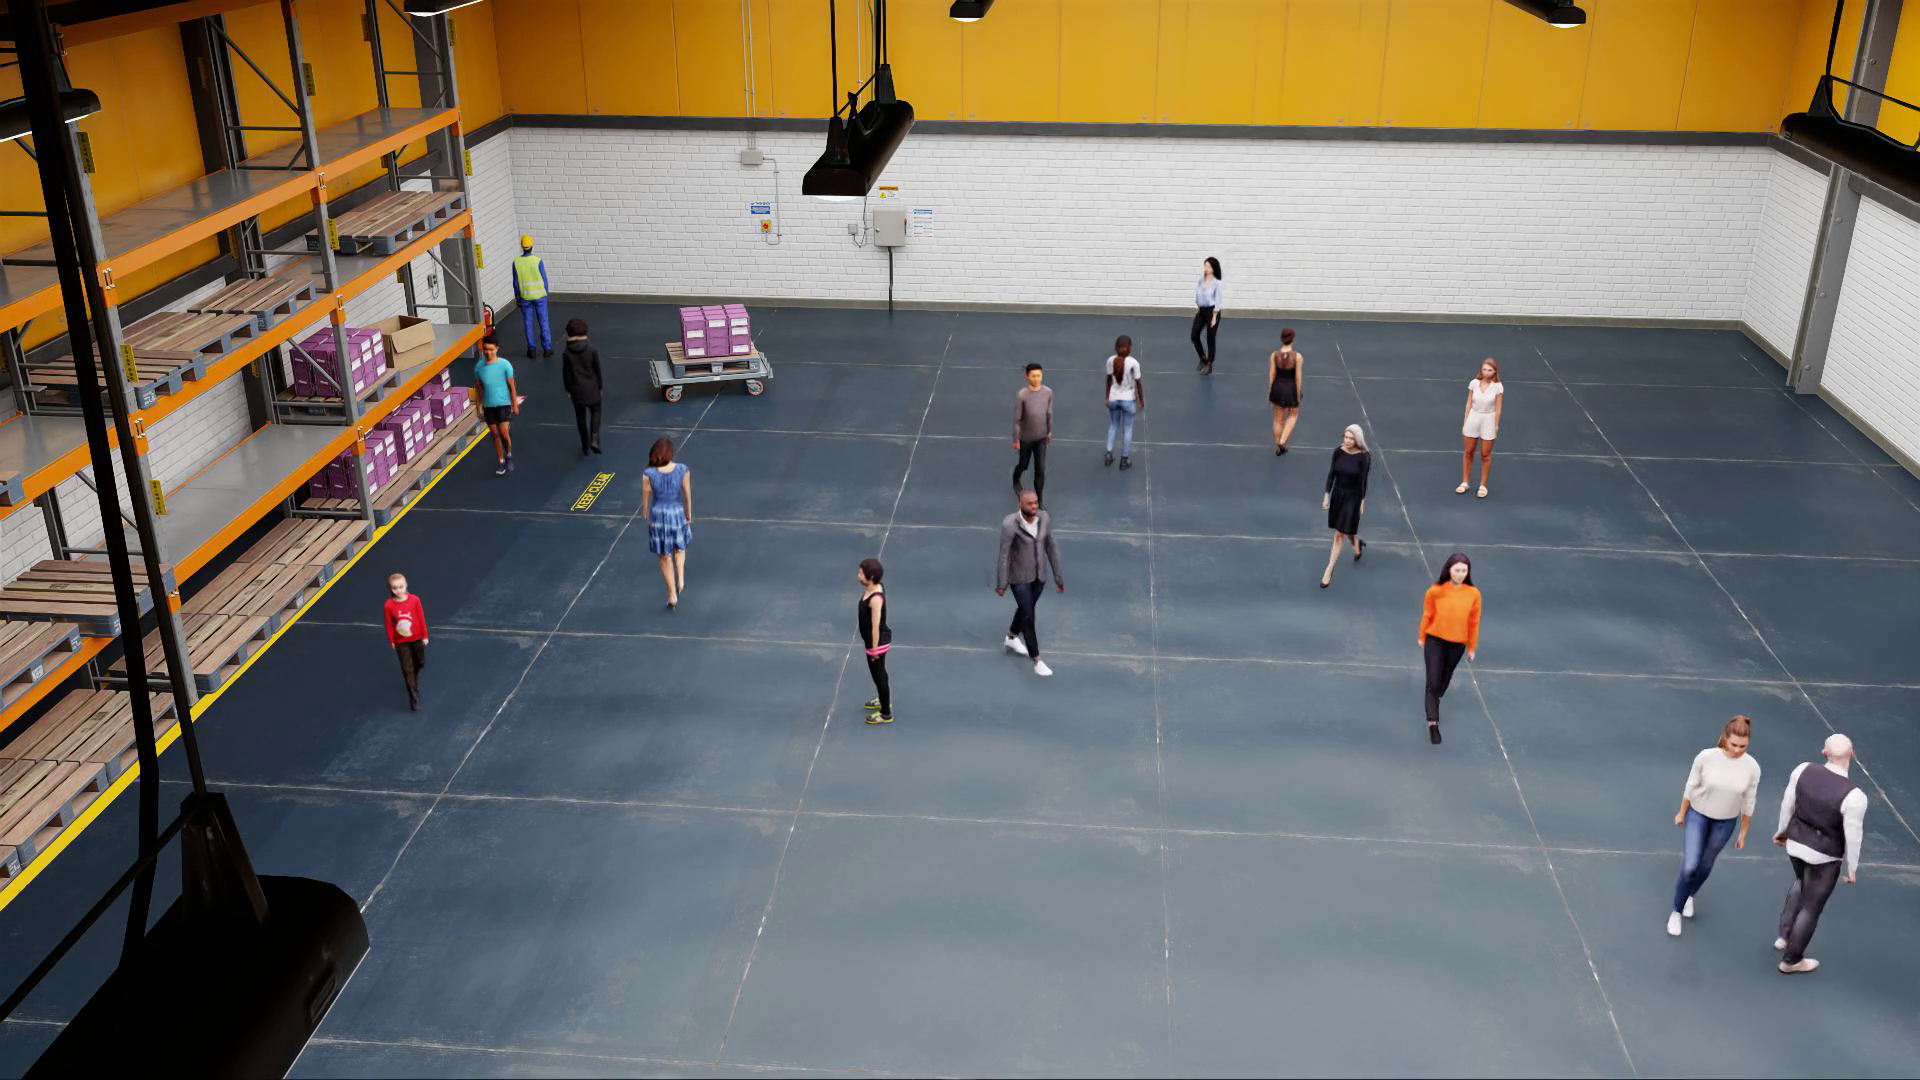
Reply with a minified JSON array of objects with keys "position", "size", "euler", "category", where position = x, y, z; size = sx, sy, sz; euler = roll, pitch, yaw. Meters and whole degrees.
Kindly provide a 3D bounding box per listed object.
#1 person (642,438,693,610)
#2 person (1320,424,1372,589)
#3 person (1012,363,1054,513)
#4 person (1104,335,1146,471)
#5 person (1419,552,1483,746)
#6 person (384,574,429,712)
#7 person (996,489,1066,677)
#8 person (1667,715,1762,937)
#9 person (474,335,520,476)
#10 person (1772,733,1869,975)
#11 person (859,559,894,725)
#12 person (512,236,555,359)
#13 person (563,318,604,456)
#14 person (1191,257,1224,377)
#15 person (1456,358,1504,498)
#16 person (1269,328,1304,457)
[{"position":[-2.910,-0.128,16.738],"size":[0.832,1.784,0.907],"euler":[-11,26,-24],"category":"person"},{"position":[4.077,-0.391,17.439],"size":[1.018,1.707,1.213],"euler":[18,29,35],"category":"person"},{"position":[0.818,-1.229,19.313],"size":[1.187,1.741,0.938],"euler":[1,24,3],"category":"person"},{"position":[1.983,-1.671,20.353],"size":[0.710,1.718,0.745],"euler":[13,27,27],"category":"person"},{"position":[4.239,0.880,14.533],"size":[0.622,1.704,1.080],"euler":[3,24,6],"category":"person"},{"position":[-5.010,0.880,15.078],"size":[0.753,1.267,0.881],"euler":[-12,26,-25],"category":"person"},{"position":[0.592,0.345,15.679],"size":[1.156,1.766,1.263],"euler":[-15,28,-31],"category":"person"},{"position":[5.422,1.985,12.002],"size":[0.733,1.706,0.860],"euler":[8,25,19],"category":"person"},{"position":[-5.613,-1.661,20.270],"size":[0.650,1.765,0.605],"euler":[2,24,4],"category":"person"},{"position":[5.803,2.178,11.437],"size":[0.906,1.806,0.792],"euler":[-10,26,-22],"category":"person"},{"position":[-0.735,0.871,14.748],"size":[0.620,1.549,0.485],"euler":[-1,24,-3],"category":"person"},{"position":[-6.345,-3.607,24.665],"size":[0.726,1.810,0.682],"euler":[-4,24,-10],"category":"person"},{"position":[-4.679,-1.872,20.752],"size":[0.742,1.766,0.863],"euler":[-4,24,-9],"category":"person"},{"position":[3.623,-3.207,23.847],"size":[0.804,1.732,0.760],"euler":[-22,32,-40],"category":"person"},{"position":[6.163,-1.355,19.657],"size":[0.658,1.696,0.680],"euler":[14,27,29],"category":"person"},{"position":[4.029,-1.821,20.756],"size":[0.677,1.669,0.712],"euler":[12,26,25],"category":"person"}]
